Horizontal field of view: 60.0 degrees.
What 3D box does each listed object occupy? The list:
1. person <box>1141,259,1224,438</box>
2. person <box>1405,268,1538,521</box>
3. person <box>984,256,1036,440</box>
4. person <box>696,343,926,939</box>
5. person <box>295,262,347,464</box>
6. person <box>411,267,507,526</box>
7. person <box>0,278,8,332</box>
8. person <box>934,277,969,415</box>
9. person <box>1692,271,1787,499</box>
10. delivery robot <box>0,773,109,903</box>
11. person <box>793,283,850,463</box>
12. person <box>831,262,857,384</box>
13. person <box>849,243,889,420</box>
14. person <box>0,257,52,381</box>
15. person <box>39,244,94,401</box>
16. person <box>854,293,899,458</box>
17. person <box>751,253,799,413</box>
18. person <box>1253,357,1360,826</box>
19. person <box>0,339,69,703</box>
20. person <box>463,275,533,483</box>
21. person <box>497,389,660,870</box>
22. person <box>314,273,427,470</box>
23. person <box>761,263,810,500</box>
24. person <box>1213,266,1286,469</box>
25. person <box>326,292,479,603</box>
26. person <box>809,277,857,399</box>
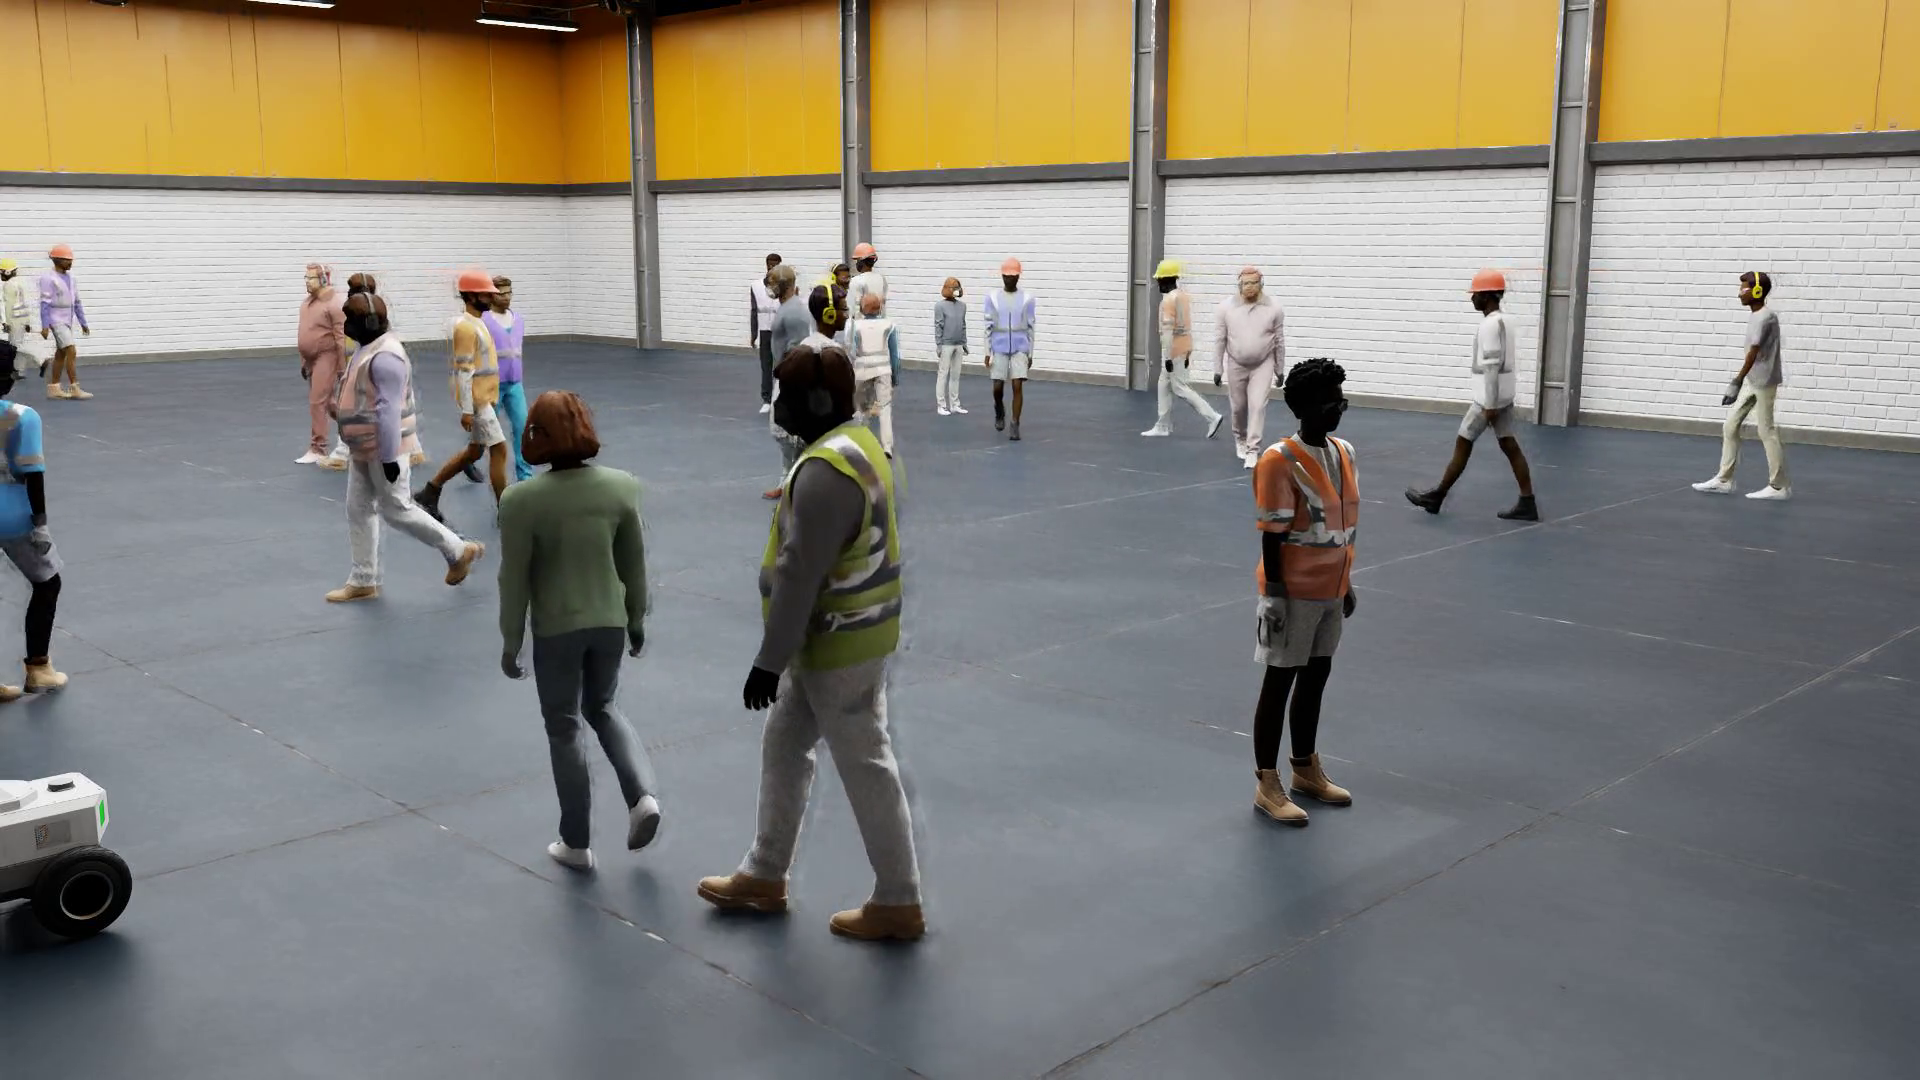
[{"bbox_3d":[2.353,-1.990,17.444,0.860,1.896,0.591,4,11,21],"label":"person"},{"bbox_3d":[3.937,-1.094,12.541,1.016,1.877,0.576,7,12,34],"label":"person"},{"bbox_3d":[0.521,-2.016,17.493,0.544,1.923,0.580,0,10,1],"label":"person"},{"bbox_3d":[-0.489,0.321,5.030,0.848,1.811,0.642,0,10,0],"label":"person"},{"bbox_3d":[-5.995,-1.690,15.788,0.655,1.882,0.821,9,14,41],"label":"person"},{"bbox_3d":[-3.594,-1.032,12.145,0.866,1.913,0.550,-1,10,-7],"label":"person"},{"bbox_3d":[-13.731,-3.084,23.392,0.583,1.882,0.350,-10,14,-44],"label":"person"},{"bbox_3d":[-0.099,-2.308,19.840,0.507,1.633,0.278,-10,14,-44],"label":"person"},{"bbox_3d":[6.372,-1.242,13.492,0.819,1.837,0.541,3,11,17],"label":"person"},{"bbox_3d":[-2.988,0.902,5.023,0.707,0.478,0.477,-10,14,-44],"label":"delivery robot"},{"bbox_3d":[-0.739,-0.563,9.724,0.401,1.855,0.522,-4,11,-19],"label":"person"},{"bbox_3d":[-1.329,-2.082,18.048,0.506,1.846,0.572,9,14,41],"label":"person"},{"bbox_3d":[-1.094,-2.407,19.262,0.375,2.043,0.610,7,13,35],"label":"person"},{"bbox_3d":[-13.659,-3.200,24.228,0.629,1.813,0.600,-3,11,-17],"label":"person"},{"bbox_3d":[-11.523,-2.812,21.539,0.801,2.010,0.628,0,10,3],"label":"person"},{"bbox_3d":[-0.835,-1.584,16.104,0.528,1.597,0.922,-2,11,-9],"label":"person"},{"bbox_3d":[-2.222,-2.481,20.019,0.591,1.919,0.424,1,10,4],"label":"person"},{"bbox_3d":[1.273,0.181,6.096,0.540,1.696,0.316,-10,14,-44],"label":"person"},{"bbox_3d":[-4.346,-0.085,7.588,0.561,1.672,0.567,1,10,8],"label":"person"},{"bbox_3d":[-3.922,-1.314,13.960,0.863,1.807,0.589,6,12,32],"label":"person"},{"bbox_3d":[-1.268,0.314,5.569,0.514,1.622,0.402,-10,14,-42],"label":"person"},{"bbox_3d":[-5.363,-1.523,15.131,0.967,1.799,0.638,-7,12,-32],"label":"person"},{"bbox_3d":[-1.302,-1.256,13.331,0.543,1.918,0.632,-2,11,-9],"label":"person"},{"bbox_3d":[2.710,-1.636,15.561,0.654,1.860,0.930,3,11,14],"label":"person"},{"bbox_3d":[-3.313,-0.543,9.755,0.803,1.819,0.621,-7,12,-32],"label":"person"},{"bbox_3d":[-1.140,-1.336,14.154,0.598,1.776,0.950,-4,11,-18],"label":"person"}]
